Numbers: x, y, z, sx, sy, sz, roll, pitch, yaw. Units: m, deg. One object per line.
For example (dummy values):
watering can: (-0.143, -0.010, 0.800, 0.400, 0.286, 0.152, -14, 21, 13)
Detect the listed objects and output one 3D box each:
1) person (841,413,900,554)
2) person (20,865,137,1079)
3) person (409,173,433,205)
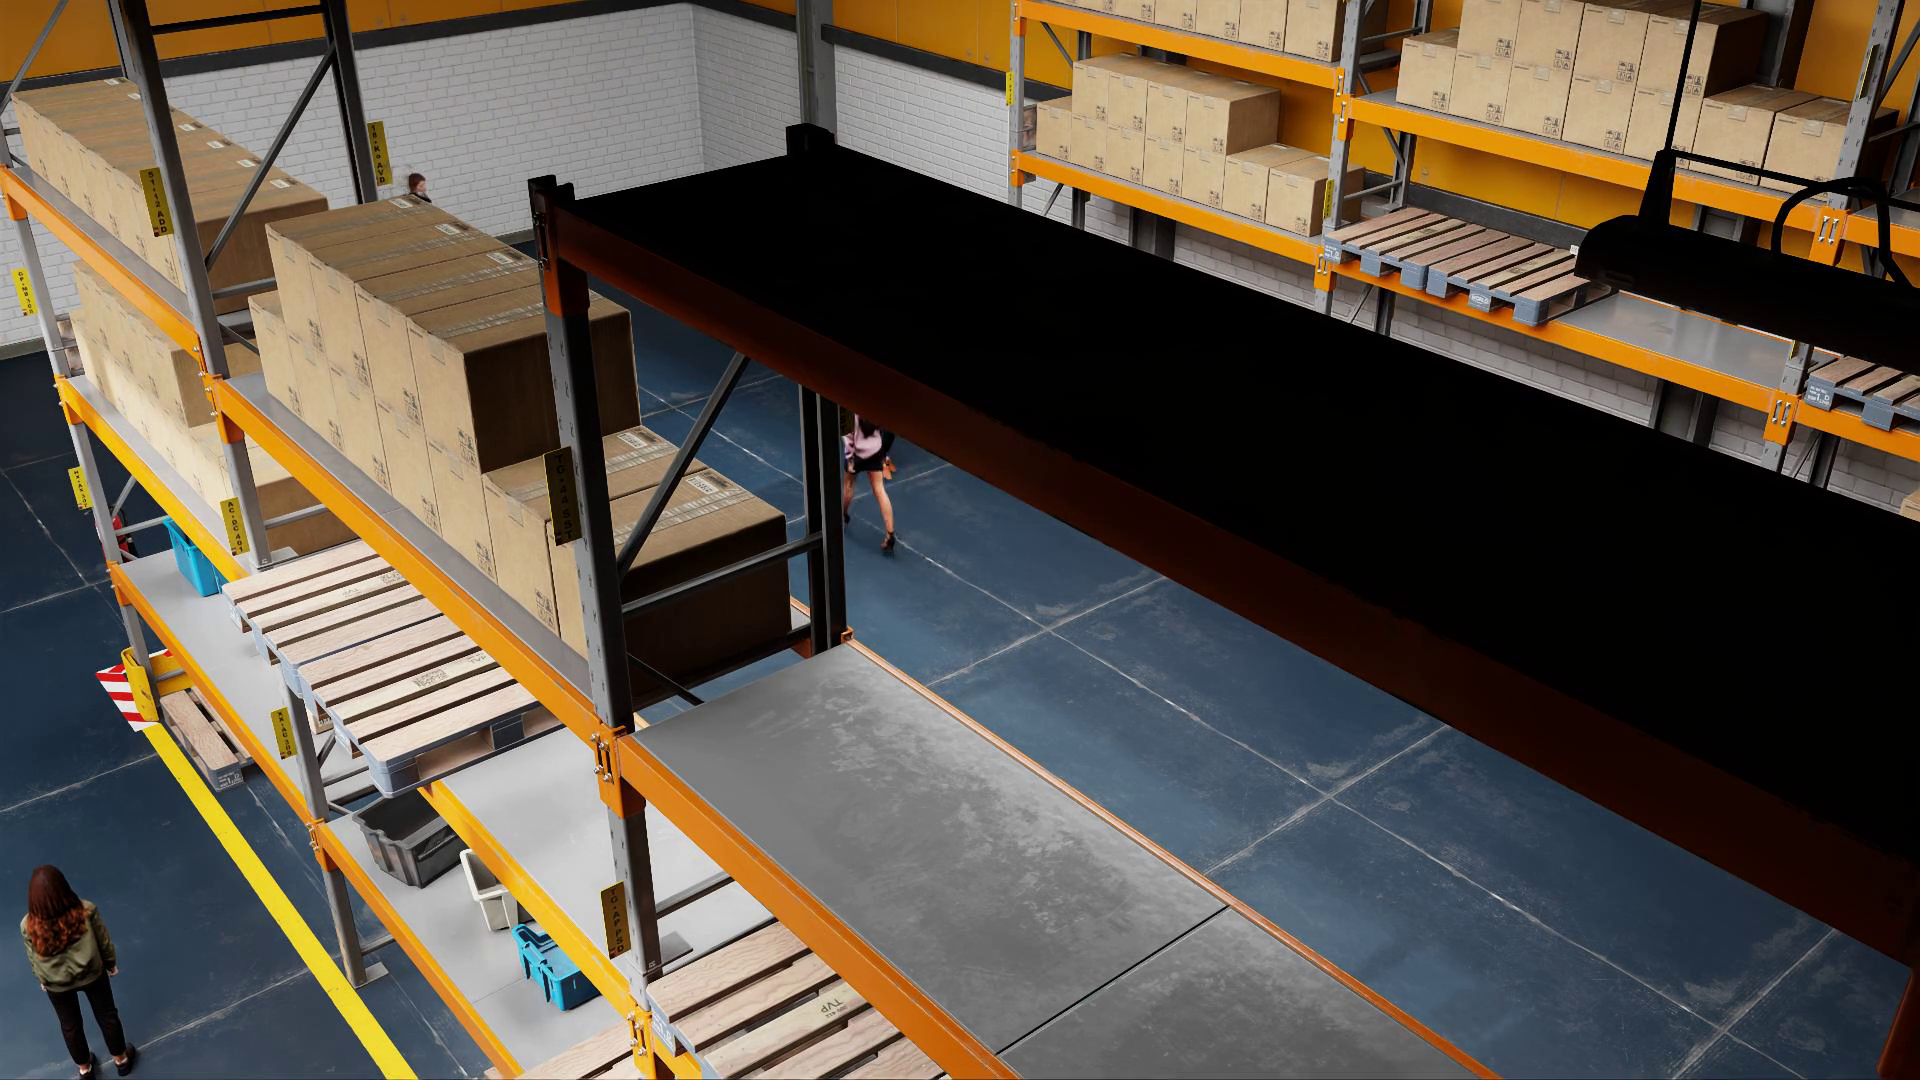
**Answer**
person: (-0.789, -0.701, 14.883, 0.631, 1.757, 1.074, -21, 35, -34)
person: (-5.000, 2.454, 9.393, 0.613, 1.475, 0.569, -14, 32, -24)
person: (-6.647, -3.735, 20.536, 0.847, 1.670, 0.743, -12, 31, -21)
